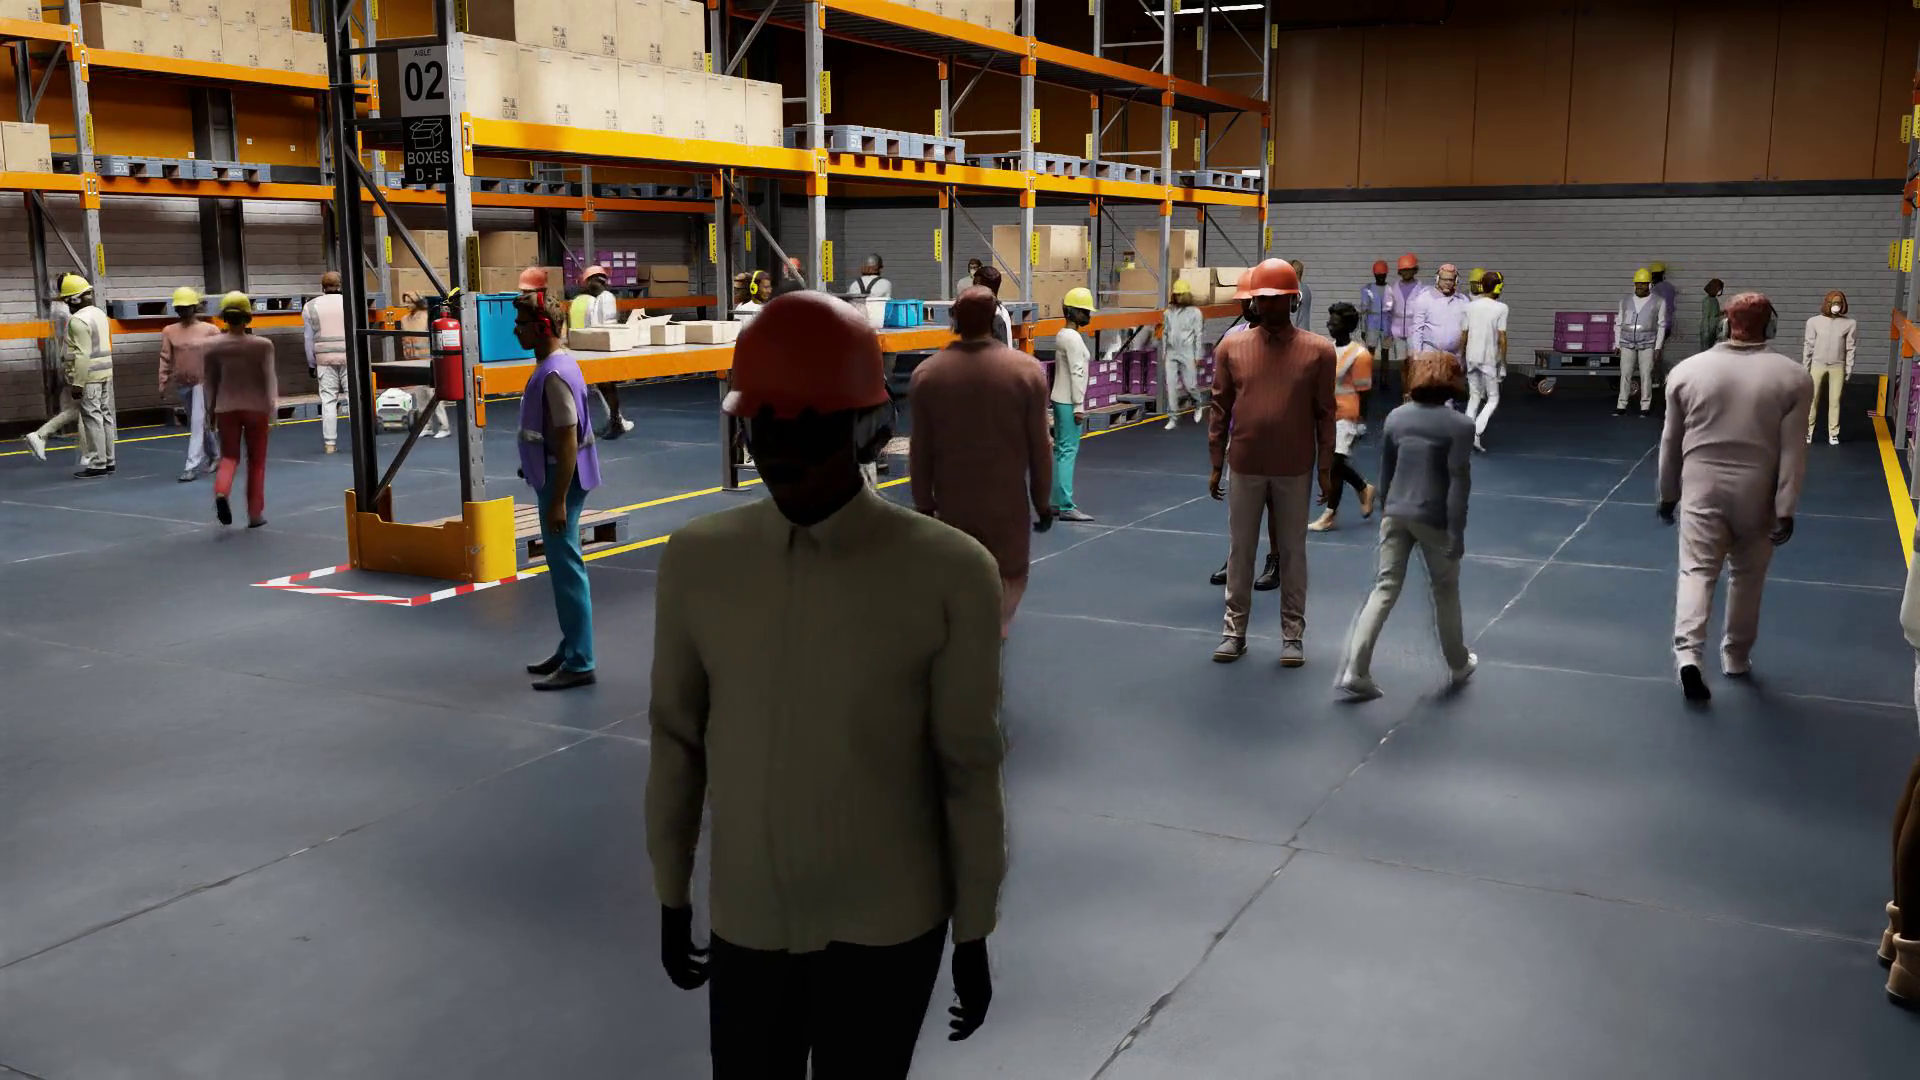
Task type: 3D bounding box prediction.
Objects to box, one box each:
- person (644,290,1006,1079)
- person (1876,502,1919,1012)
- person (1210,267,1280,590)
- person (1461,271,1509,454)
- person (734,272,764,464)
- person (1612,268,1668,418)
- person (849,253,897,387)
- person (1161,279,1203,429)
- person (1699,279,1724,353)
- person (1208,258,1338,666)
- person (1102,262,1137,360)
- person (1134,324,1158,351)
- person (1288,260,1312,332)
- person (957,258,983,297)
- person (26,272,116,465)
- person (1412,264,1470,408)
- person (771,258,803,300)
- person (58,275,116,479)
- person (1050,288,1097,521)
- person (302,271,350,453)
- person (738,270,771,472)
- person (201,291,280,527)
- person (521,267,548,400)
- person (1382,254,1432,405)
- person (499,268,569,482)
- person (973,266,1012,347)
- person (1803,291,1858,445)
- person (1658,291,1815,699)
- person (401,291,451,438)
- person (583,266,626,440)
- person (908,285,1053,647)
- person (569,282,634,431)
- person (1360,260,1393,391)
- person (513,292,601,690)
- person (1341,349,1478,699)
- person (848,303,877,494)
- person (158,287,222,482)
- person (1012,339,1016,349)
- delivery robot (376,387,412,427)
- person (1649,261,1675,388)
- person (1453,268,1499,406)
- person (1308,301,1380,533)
[{"bbox_3d":[-0.211,0.569,2.791,0.629,1.969,0.798,3,10,18],"label":"person"},{"bbox_3d":[2.724,0.253,4.425,0.394,2.037,0.605,5,11,29],"label":"person"},{"bbox_3d":[1.778,-0.663,10.013,0.549,1.936,0.376,8,13,40],"label":"person"},{"bbox_3d":[5.222,-1.763,16.652,0.447,1.848,0.573,-9,13,-42],"label":"person"},{"bbox_3d":[-1.984,-1.594,15.678,0.506,1.843,0.351,6,12,32],"label":"person"},{"bbox_3d":[8.330,-2.409,20.422,0.590,1.833,0.404,7,12,35],"label":"person"},{"bbox_3d":[-1.162,-2.917,22.761,0.704,2.000,0.599,5,11,28],"label":"person"},{"bbox_3d":[2.582,-2.139,19.187,0.490,1.730,0.547,6,11,31],"label":"person"},{"bbox_3d":[11.311,-3.114,25.081,0.279,1.633,0.498,8,13,38],"label":"person"},{"bbox_3d":[1.523,-0.373,8.165,0.625,1.992,0.386,3,10,18],"label":"person"},{"bbox_3d":[2.599,-3.483,26.512,0.969,1.887,0.604,-5,11,-27],"label":"person"},{"bbox_3d":[2.855,-3.180,24.779,0.624,1.880,1.072,8,12,37],"label":"person"},{"bbox_3d":[4.014,-2.383,19.967,0.352,1.937,0.635,5,11,29],"label":"person"},{"bbox_3d":[0.245,-3.471,26.264,0.637,1.938,0.357,2,10,12],"label":"person"},{"bbox_3d":[-8.488,-1.609,15.769,0.648,1.854,0.517,-6,11,-30],"label":"person"},{"bbox_3d":[5.040,-1.919,17.392,0.636,1.902,0.406,-2,10,-10],"label":"person"},{"bbox_3d":[-2.160,-2.575,21.025,0.625,1.942,1.020,-6,12,-32],"label":"person"},{"bbox_3d":[-7.838,-1.456,14.936,0.403,1.822,0.589,-1,10,-8],"label":"person"},{"bbox_3d":[0.859,-1.028,12.643,0.337,1.760,0.526,-1,10,-8],"label":"person"},{"bbox_3d":[-6.292,-1.792,16.848,0.621,1.837,0.429,-2,10,-12],"label":"person"},{"bbox_3d":[-1.863,-1.572,15.477,0.328,1.870,0.510,3,10,16],"label":"person"},{"bbox_3d":[-5.264,-0.938,12.160,0.524,1.754,0.496,-1,10,-6],"label":"person"},{"bbox_3d":[-4.202,-1.773,16.585,0.573,1.886,0.353,6,11,29],"label":"person"},{"bbox_3d":[5.656,-2.620,21.145,0.610,1.999,0.945,6,11,29],"label":"person"},{"bbox_3d":[-3.767,-1.447,14.719,0.564,1.878,1.018,2,10,9],"label":"person"},{"bbox_3d":[0.249,-1.208,13.221,0.382,1.918,0.597,-2,10,-9],"label":"person"},{"bbox_3d":[9.185,-1.817,17.596,0.498,1.629,0.276,4,11,21],"label":"person"},{"bbox_3d":[3.535,-0.212,7.662,0.644,1.859,1.000,6,11,31],"label":"person"},{"bbox_3d":[-5.861,-1.913,18.188,0.516,1.616,0.398,5,11,28],"label":"person"},{"bbox_3d":[-3.855,-2.042,18.183,0.392,1.883,0.662,-5,11,-29],"label":"person"},{"bbox_3d":[0.084,-0.199,7.478,0.650,1.883,0.749,3,10,16],"label":"person"},{"bbox_3d":[-4.126,-2.067,18.603,0.610,1.786,0.977,8,13,40],"label":"person"},{"bbox_3d":[6.112,-3.104,24.243,0.545,1.912,0.504,1,10,6],"label":"person"},{"bbox_3d":[-1.867,-0.230,7.771,0.373,1.843,0.572,-3,10,-17],"label":"person"},{"bbox_3d":[2.100,-0.070,7.595,0.879,1.587,0.539,-8,13,-40],"label":"person"},{"bbox_3d":[-0.800,-1.023,12.957,0.306,1.639,0.523,-4,10,-20],"label":"person"},{"bbox_3d":[-6.913,-1.417,15.016,0.532,1.719,0.928,1,10,3],"label":"person"},{"bbox_3d":[0.943,-3.635,27.492,0.621,1.845,0.429,-2,10,-10],"label":"person"},{"bbox_3d":[-6.349,-1.512,18.652,0.477,0.478,0.707,-2,10,-13],"label":"delivery robot"},{"bbox_3d":[10.432,-3.192,24.744,0.593,1.905,0.574,-6,12,-32],"label":"person"},{"bbox_3d":[6.809,-2.678,22.002,0.587,1.826,0.404,3,10,18],"label":"person"},{"bbox_3d":[2.823,-0.904,12.140,0.683,1.678,0.537,-5,11,-26],"label":"person"}]
